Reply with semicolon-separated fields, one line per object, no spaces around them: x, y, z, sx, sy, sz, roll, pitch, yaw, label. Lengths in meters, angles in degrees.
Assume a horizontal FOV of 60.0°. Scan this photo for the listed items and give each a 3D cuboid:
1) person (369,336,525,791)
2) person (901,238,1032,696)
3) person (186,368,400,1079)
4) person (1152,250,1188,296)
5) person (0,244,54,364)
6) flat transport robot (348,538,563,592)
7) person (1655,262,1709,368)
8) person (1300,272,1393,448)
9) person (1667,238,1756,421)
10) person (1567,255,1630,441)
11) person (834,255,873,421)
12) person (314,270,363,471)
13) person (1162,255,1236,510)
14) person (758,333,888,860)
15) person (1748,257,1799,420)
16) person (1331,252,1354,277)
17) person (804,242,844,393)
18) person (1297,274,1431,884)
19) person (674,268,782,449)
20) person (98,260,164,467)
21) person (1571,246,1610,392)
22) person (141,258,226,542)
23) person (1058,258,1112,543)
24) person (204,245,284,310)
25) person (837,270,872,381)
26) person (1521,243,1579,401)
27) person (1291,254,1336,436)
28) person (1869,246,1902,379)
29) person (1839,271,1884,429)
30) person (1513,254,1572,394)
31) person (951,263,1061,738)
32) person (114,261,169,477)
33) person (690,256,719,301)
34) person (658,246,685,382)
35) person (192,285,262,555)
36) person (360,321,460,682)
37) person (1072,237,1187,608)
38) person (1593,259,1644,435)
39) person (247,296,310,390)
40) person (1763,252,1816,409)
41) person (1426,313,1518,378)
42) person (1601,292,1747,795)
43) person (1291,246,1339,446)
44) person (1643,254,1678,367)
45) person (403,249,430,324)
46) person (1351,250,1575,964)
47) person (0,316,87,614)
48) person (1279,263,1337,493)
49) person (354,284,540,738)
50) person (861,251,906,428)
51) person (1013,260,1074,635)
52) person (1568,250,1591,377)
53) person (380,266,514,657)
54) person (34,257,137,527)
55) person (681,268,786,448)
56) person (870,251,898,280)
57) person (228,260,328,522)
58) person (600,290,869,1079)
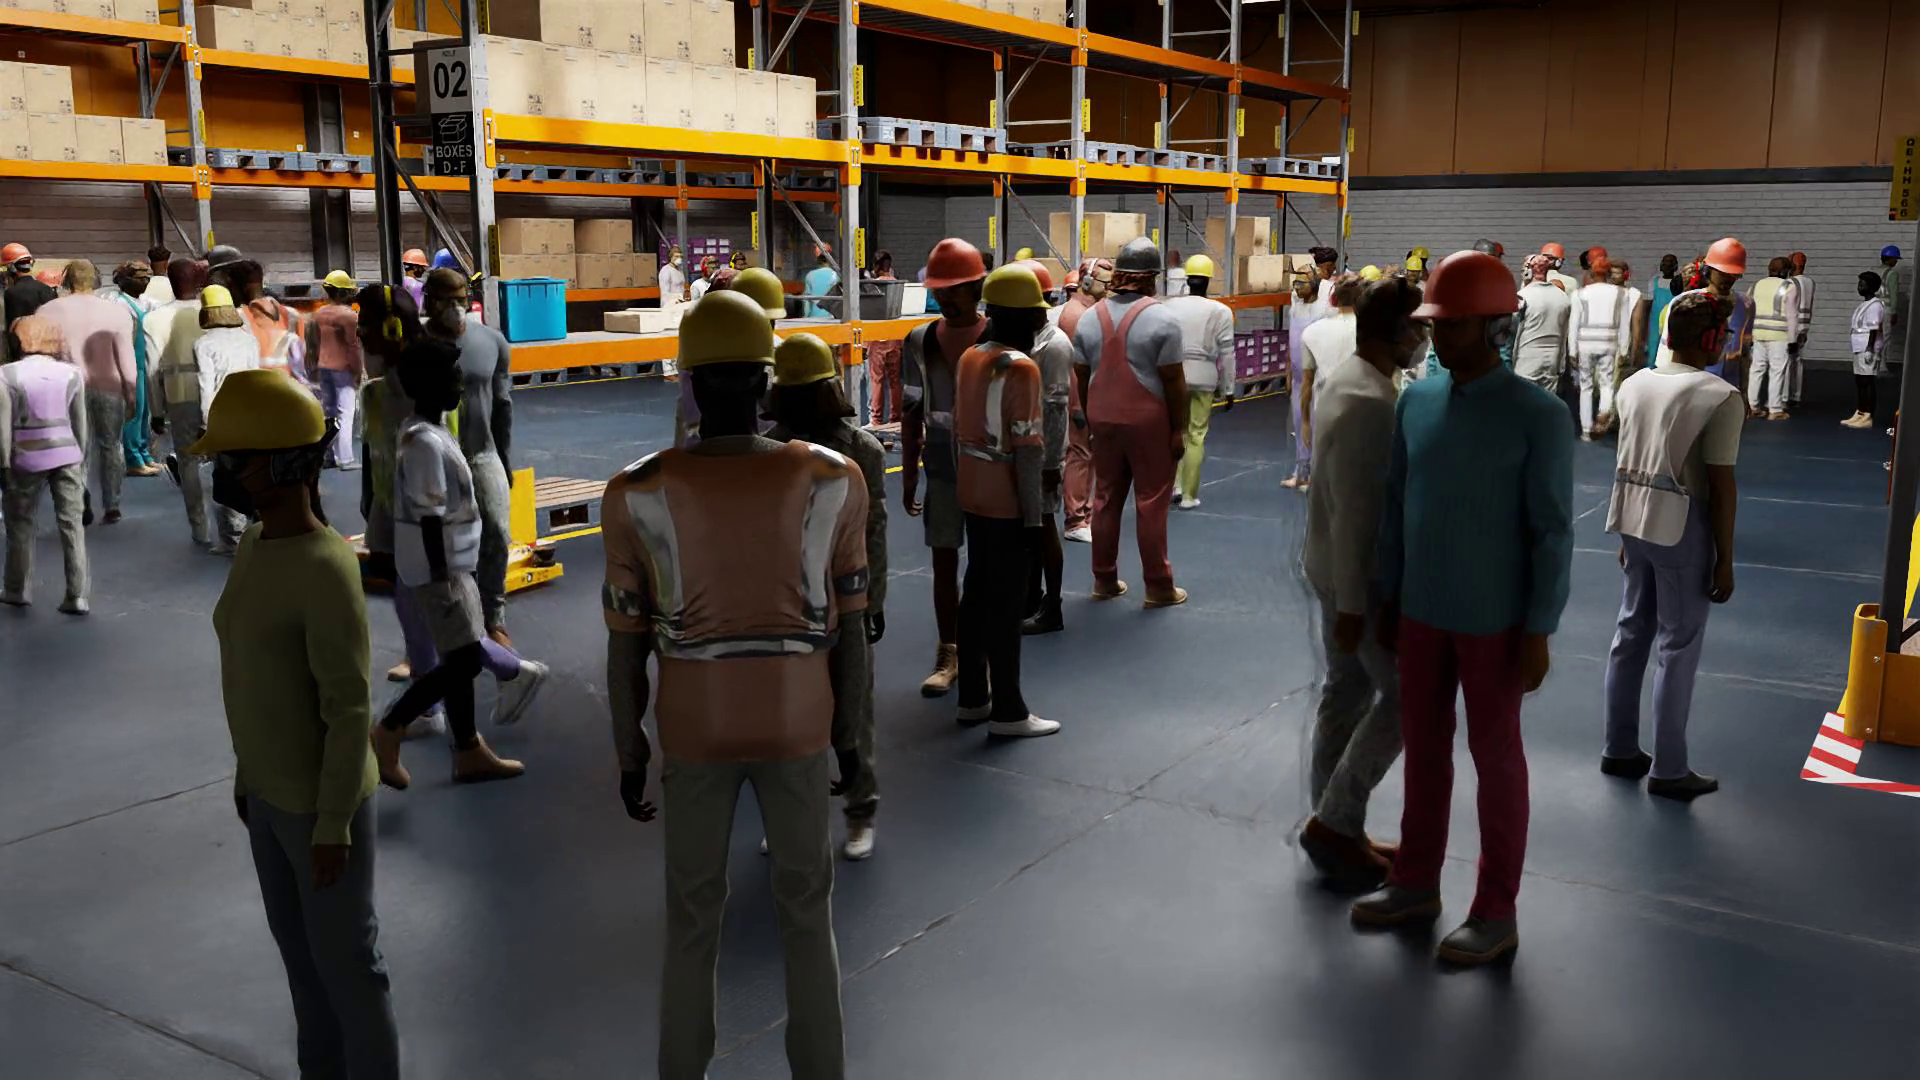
-1.911;0.100;6.054;0.541;1.684;0.545;-3;11;-18;person
0.016;-0.296;7.308;0.619;2.028;0.409;4;11;23;person
-1.385;0.529;3.465;0.310;1.769;0.525;-9;14;-42;person
3.120;-3.349;24.630;0.661;1.880;0.516;6;12;32;person
-8.463;-1.688;15.131;0.391;1.987;0.608;1;10;3;person
-3.138;0.126;9.837;1.431;0.197;0.652;4;11;22;flat transport robot
6.123;-1.434;14.147;0.392;1.838;0.563;3;11;15;person
2.391;-0.741;10.323;0.592;1.826;0.483;4;11;23;person
5.026;-0.988;11.131;0.605;2.033;0.398;-2;10;-9;person
6.374;-1.899;16.602;0.596;1.870;0.586;2;11;14;person
-1.092;-2.187;18.128;0.594;1.909;0.406;-1;10;-5;person
-5.465;-1.491;14.680;0.518;1.757;0.340;6;12;29;person
1.790;-1.194;12.599;0.624;1.904;0.621;5;11;24;person
-0.476;0.194;5.423;0.486;1.733;0.351;1;10;8;person
9.210;-2.283;18.850;0.428;1.835;0.636;-4;11;-22;person
5.850;-3.517;25.664;0.625;1.846;0.429;-6;12;-29;person
-1.758;-2.883;21.777;0.657;2.012;0.922;4;11;21;person
1.308;0.134;5.244;0.466;1.916;0.635;1;10;8;person
-1.057;-0.300;7.706;0.403;1.897;0.654;10;14;43;person
-7.534;-1.620;15.155;0.662;1.843;0.881;0;10;3;person
8.311;-2.833;21.602;0.607;1.958;0.704;2;11;13;person
-5.062;-0.910;11.033;0.620;1.904;0.598;-5;12;-28;person
0.879;-0.940;11.229;0.408;1.903;0.638;3;11;15;person
-5.462;-1.305;12.862;0.877;2.000;0.535;4;11;20;person
-1.521;-3.265;23.971;0.606;1.951;0.382;8;13;39;person
6.281;-2.164;17.770;0.608;1.987;0.391;4;11;22;person
3.663;-1.984;17.037;0.395;1.901;0.642;-8;13;-37;person
13.550;-3.341;24.428;0.401;1.938;0.602;-2;10;-8;person
9.775;-2.048;17.952;0.318;1.690;0.529;2;11;13;person
4.931;-1.504;14.361;0.644;1.900;0.399;-4;11;-23;person
0.183;-0.159;6.829;0.388;1.926;0.590;-5;12;-27;person
-7.085;-1.470;14.324;0.326;1.842;0.516;-2;10;-10;person
-3.031;-2.462;19.858;0.387;1.837;0.560;4;11;22;person
-4.097;-3.229;23.814;0.377;1.937;0.629;2;10;12;person
-4.726;-0.770;10.741;0.321;1.737;0.487;5;11;25;person
-2.515;-0.207;7.747;0.556;1.686;0.495;5;11;25;person
0.994;-0.655;9.262;0.672;2.000;0.536;8;13;38;person
6.790;-2.003;17.320;0.439;1.827;0.594;-9;13;-40;person
-4.919;-0.917;11.863;0.552;1.618;0.576;5;12;28;person
10.035;-2.519;20.051;0.588;1.878;0.371;-6;12;-32;person
3.450;-0.962;11.364;0.400;1.899;0.647;-8;13;-39;person
2.593;0.018;6.099;0.388;1.837;0.562;-3;11;-19;person
3.484;-1.842;16.062;0.603;1.959;0.377;8;13;36;person
9.076;-2.751;21.421;0.516;1.842;0.325;6;12;30;person
-6.155;-2.315;18.794;0.548;1.925;0.390;9;13;40;person
1.414;0.189;4.708;0.397;1.992;0.622;-6;12;-31;person
-5.050;-0.410;9.078;0.744;1.607;0.530;8;13;36;person
2.807;-1.296;13.393;0.341;1.838;0.501;-6;12;-30;person
-2.076;-0.096;6.668;0.590;1.856;0.547;-4;11;-21;person
-0.787;-2.098;17.636;0.599;1.908;0.398;-9;14;-41;person
0.367;-0.469;8.567;0.387;1.926;0.548;-4;11;-21;person
9.172;-3.309;24.456;0.530;1.872;0.331;10;14;43;person
-2.435;-0.352;7.986;0.636;1.902;0.623;-7;12;-34;person
-6.104;-1.021;11.656;0.635;1.911;0.794;-4;11;-22;person
-0.821;-0.133;6.727;0.588;1.914;0.399;-6;12;-31;person
-1.390;-4.268;29.854;0.600;1.831;0.404;-8;13;-37;person
-4.924;-1.044;11.884;0.643;1.895;0.926;-8;13;-39;person
-0.492;0.410;3.720;0.584;1.918;0.405;-2;10;-10;person
